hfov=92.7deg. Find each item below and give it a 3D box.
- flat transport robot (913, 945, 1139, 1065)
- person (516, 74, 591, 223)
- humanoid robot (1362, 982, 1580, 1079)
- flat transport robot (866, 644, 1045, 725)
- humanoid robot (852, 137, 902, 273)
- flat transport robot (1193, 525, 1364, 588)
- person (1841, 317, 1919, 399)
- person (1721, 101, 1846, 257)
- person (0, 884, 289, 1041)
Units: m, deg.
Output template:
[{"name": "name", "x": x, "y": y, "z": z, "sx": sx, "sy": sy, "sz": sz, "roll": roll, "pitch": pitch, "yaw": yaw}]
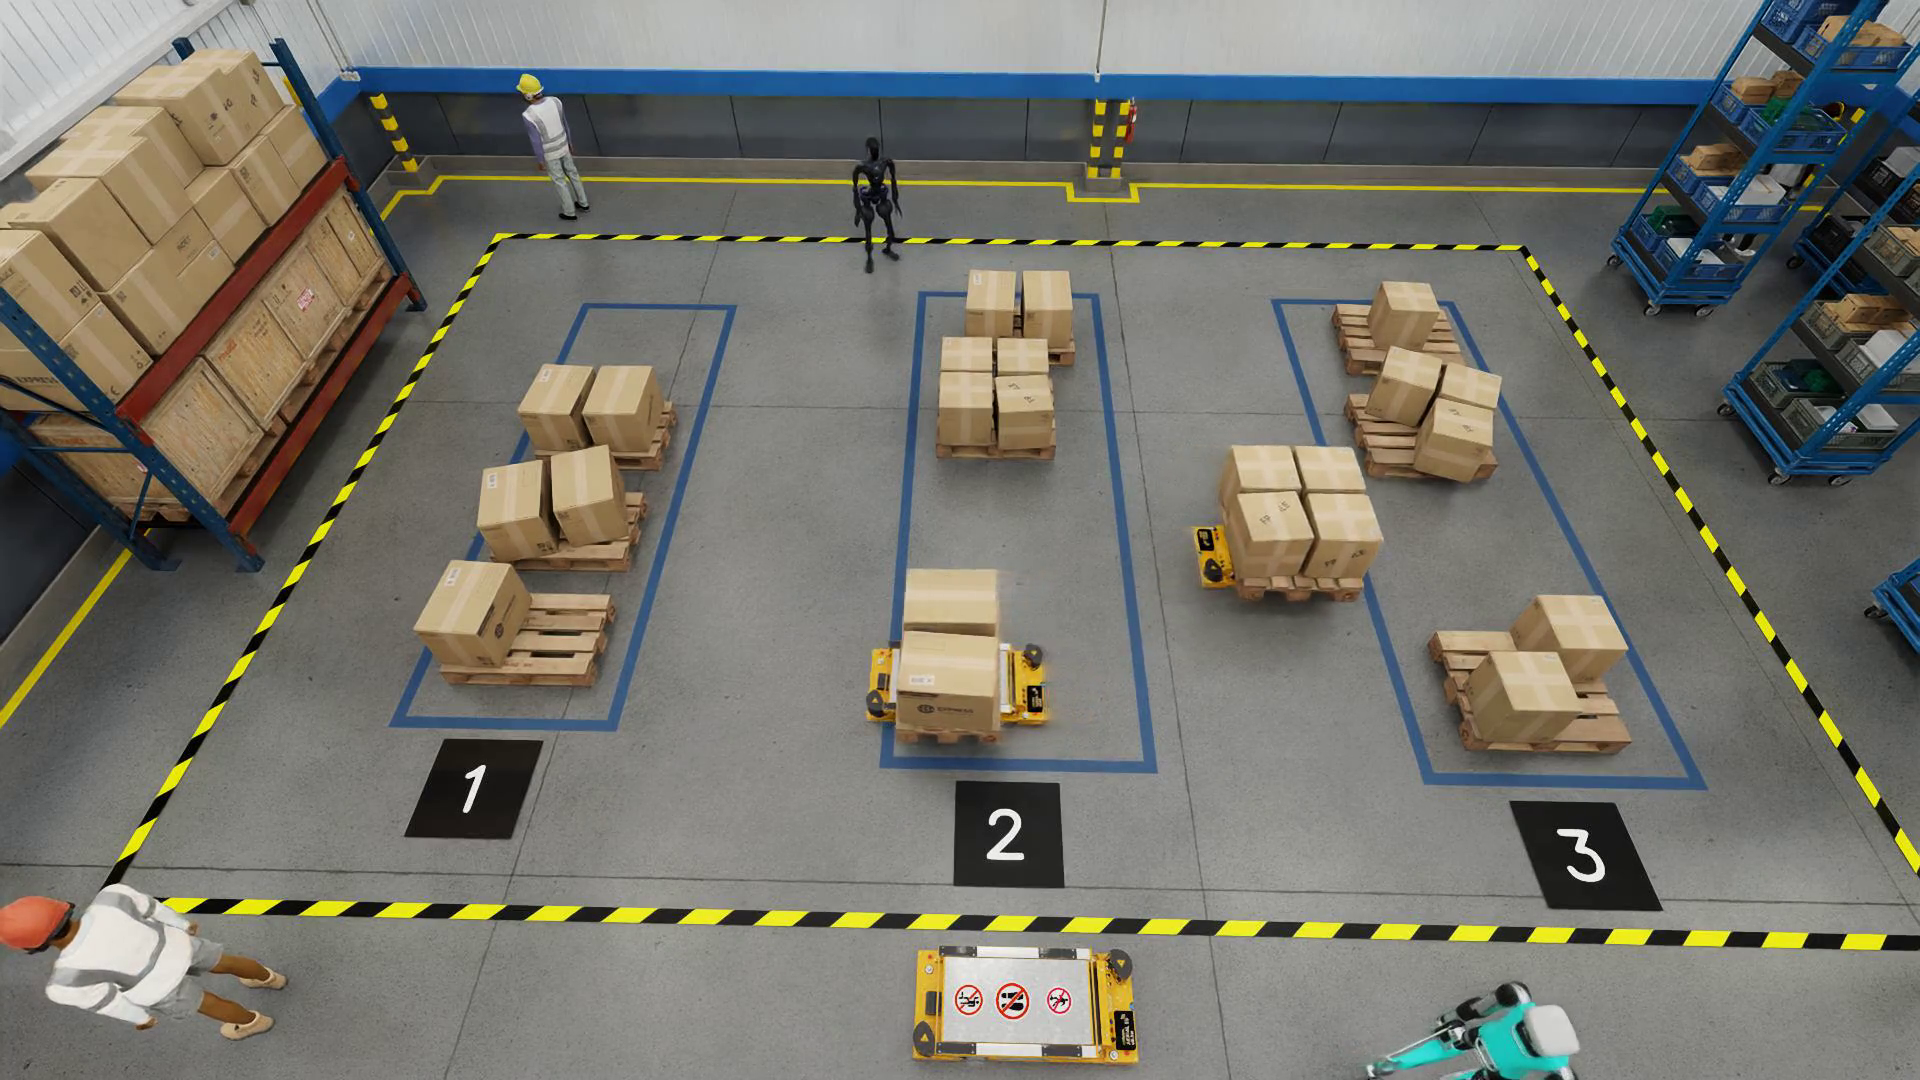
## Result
[{"name": "flat transport robot", "x": 0.422, "y": 3.041, "z": 6.007, "sx": 1.431, "sy": 0.231, "sz": 0.659, "roll": 1, "pitch": 51, "yaw": 1}, {"name": "person", "x": -5.091, "y": -4.887, "z": 11.457, "sx": 0.404, "sy": 1.836, "sz": 0.599, "roll": 21, "pitch": 54, "yaw": 16}, {"name": "humanoid robot", "x": 2.739, "y": 2.959, "z": 5.124, "sx": 1.033, "sy": 1.730, "sz": 0.543, "roll": -11, "pitch": 52, "yaw": -8}, {"name": "flat transport robot", "x": -0.031, "y": 1.164, "z": 7.519, "sx": 1.431, "sy": 0.197, "sz": 0.652, "roll": 1, "pitch": 51, "yaw": 1}, {"name": "humanoid robot", "x": -1.001, "y": -3.973, "z": 10.812, "sx": 0.587, "sy": 1.642, "sz": 0.373, "roll": -22, "pitch": 54, "yaw": -17}, {"name": "flat transport robot", "x": 2.904, "y": 0.126, "z": 8.365, "sx": 1.431, "sy": 0.197, "sz": 0.652, "roll": 1, "pitch": 51, "yaw": 1}, {"name": "person", "x": 9.639, "y": -2.146, "z": 9.208, "sx": 0.511, "sy": 1.863, "sz": 0.326, "roll": 5, "pitch": 51, "yaw": 4}, {"name": "person", "x": 9.827, "y": -4.298, "z": 10.961, "sx": 0.328, "sy": 1.865, "sz": 0.518, "roll": -14, "pitch": 52, "yaw": -11}, {"name": "person", "x": -4.676, "y": 2.485, "z": 5.316, "sx": 0.384, "sy": 2.045, "sz": 0.604, "roll": -1, "pitch": 51, "yaw": -1}]
